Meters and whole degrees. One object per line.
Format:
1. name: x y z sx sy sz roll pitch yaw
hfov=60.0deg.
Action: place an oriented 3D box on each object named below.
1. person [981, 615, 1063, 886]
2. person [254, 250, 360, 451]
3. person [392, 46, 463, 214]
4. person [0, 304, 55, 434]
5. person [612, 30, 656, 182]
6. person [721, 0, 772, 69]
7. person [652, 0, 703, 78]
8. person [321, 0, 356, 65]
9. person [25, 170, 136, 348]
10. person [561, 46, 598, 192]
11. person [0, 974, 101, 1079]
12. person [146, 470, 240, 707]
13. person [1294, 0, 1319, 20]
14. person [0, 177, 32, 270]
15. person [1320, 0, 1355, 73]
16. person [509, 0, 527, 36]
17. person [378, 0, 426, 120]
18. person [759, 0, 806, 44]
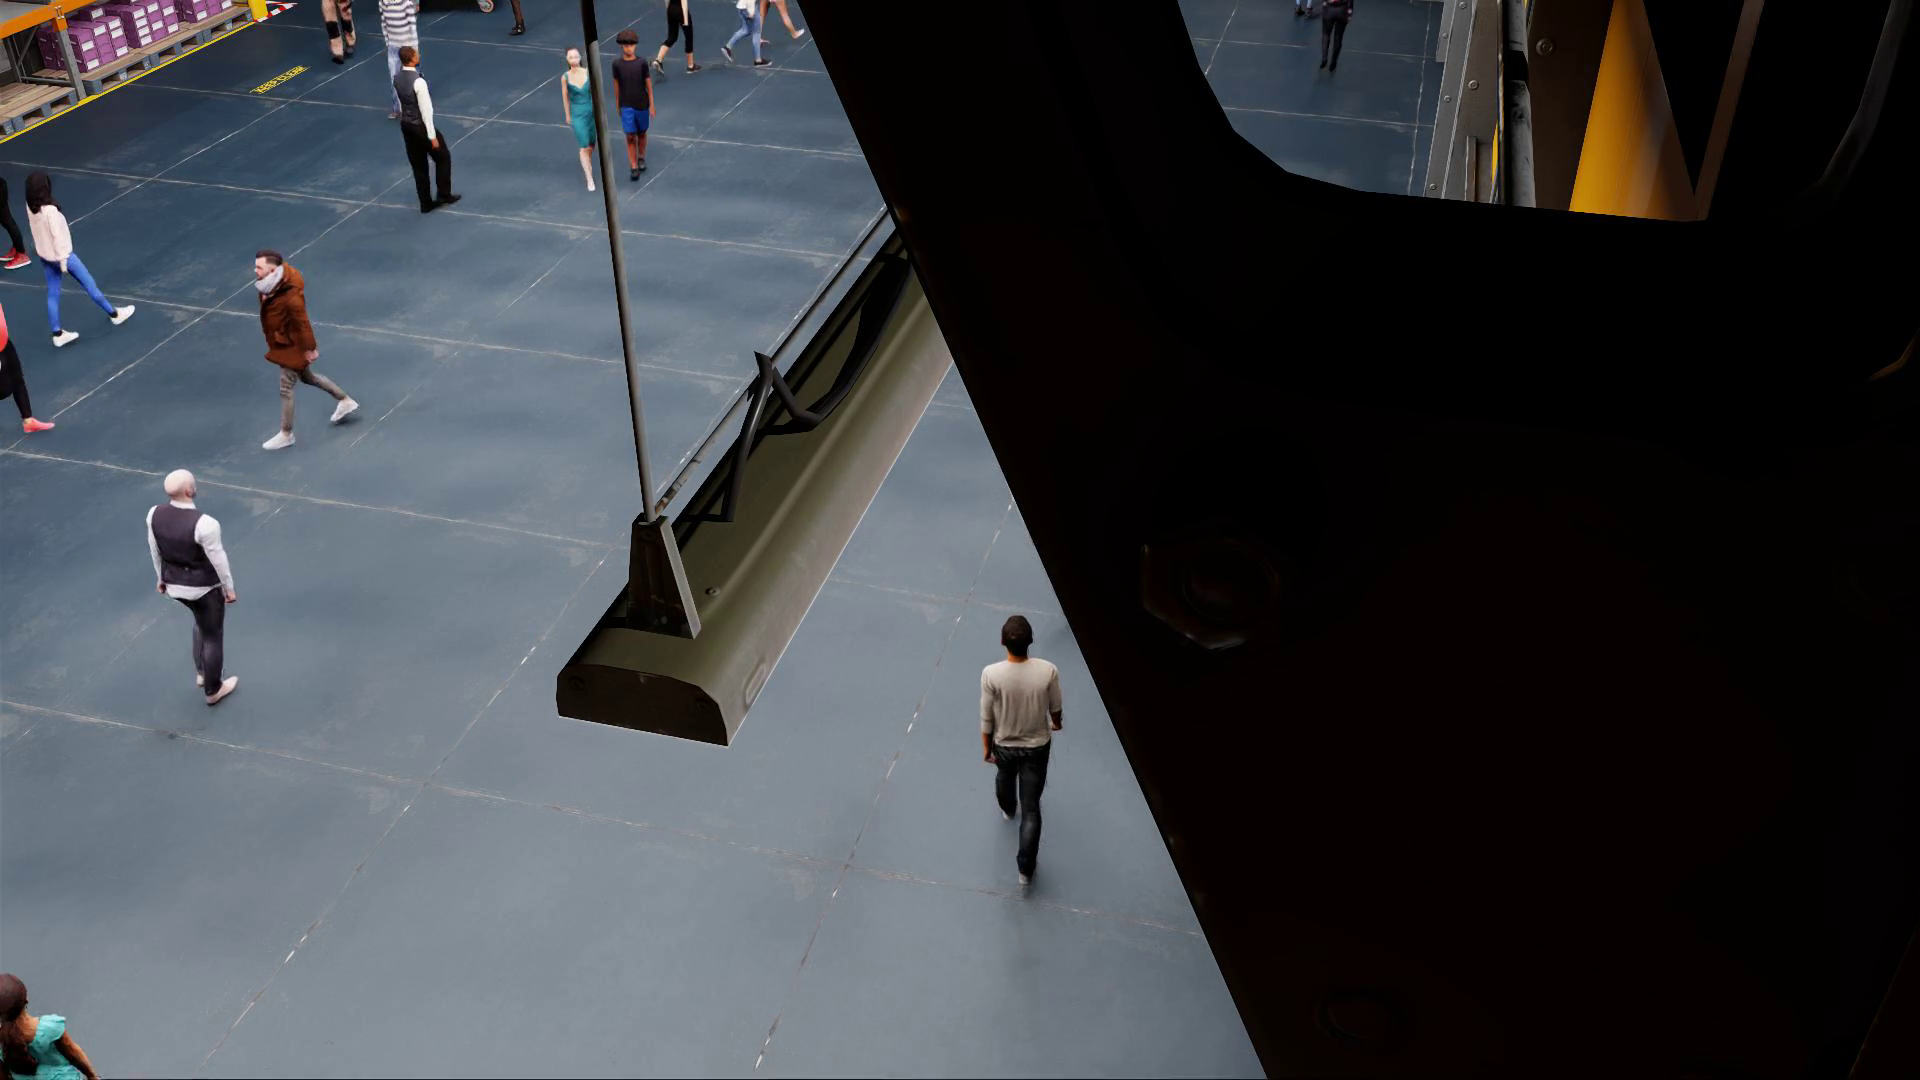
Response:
1. person: 0.391 1.306 10.189 0.836 1.767 1.207 1 34 2
2. person: -5.829 -1.734 14.737 1.272 1.796 1.139 -24 40 -31
3. person: -6.254 -4.667 19.049 0.813 1.906 0.853 18 38 25
4. person: -8.639 -1.649 14.713 0.927 1.681 0.979 -7 34 -11
5. person: -3.938 -5.284 20.109 0.918 1.761 1.136 -7 34 -11
6. person: -3.078 -7.524 23.556 1.001 1.676 0.985 -11 35 -16
7. person: -4.003 -7.295 23.186 0.850 1.704 1.128 23 40 31
8. person: -8.940 -7.832 23.844 1.070 1.869 1.340 -6 34 -9
9. person: -8.910 -2.714 16.272 0.850 1.729 1.146 18 38 25
10. person: -4.493 -5.061 19.875 0.925 1.648 1.064 -13 36 -19
11. person: -4.491 2.782 8.193 0.904 1.518 1.133 -8 34 -12
12. person: -5.355 0.380 11.556 0.697 1.795 0.644 9 35 13
13. person: 5.406 -8.954 25.668 0.705 1.719 0.671 -23 40 -31
14. person: -10.382 -3.761 17.896 0.726 1.673 0.671 -19 38 -26
15. person: 5.278 -7.398 23.370 0.602 1.672 0.692 10 35 15
16. person: -6.734 -8.290 25.064 0.606 1.281 0.510 -1 34 -1
17. person: -7.299 -6.534 21.927 0.746 1.830 0.949 4 34 5
18. person: -2.867 -8.057 24.456 1.086 1.567 1.006 -19 38 -26
